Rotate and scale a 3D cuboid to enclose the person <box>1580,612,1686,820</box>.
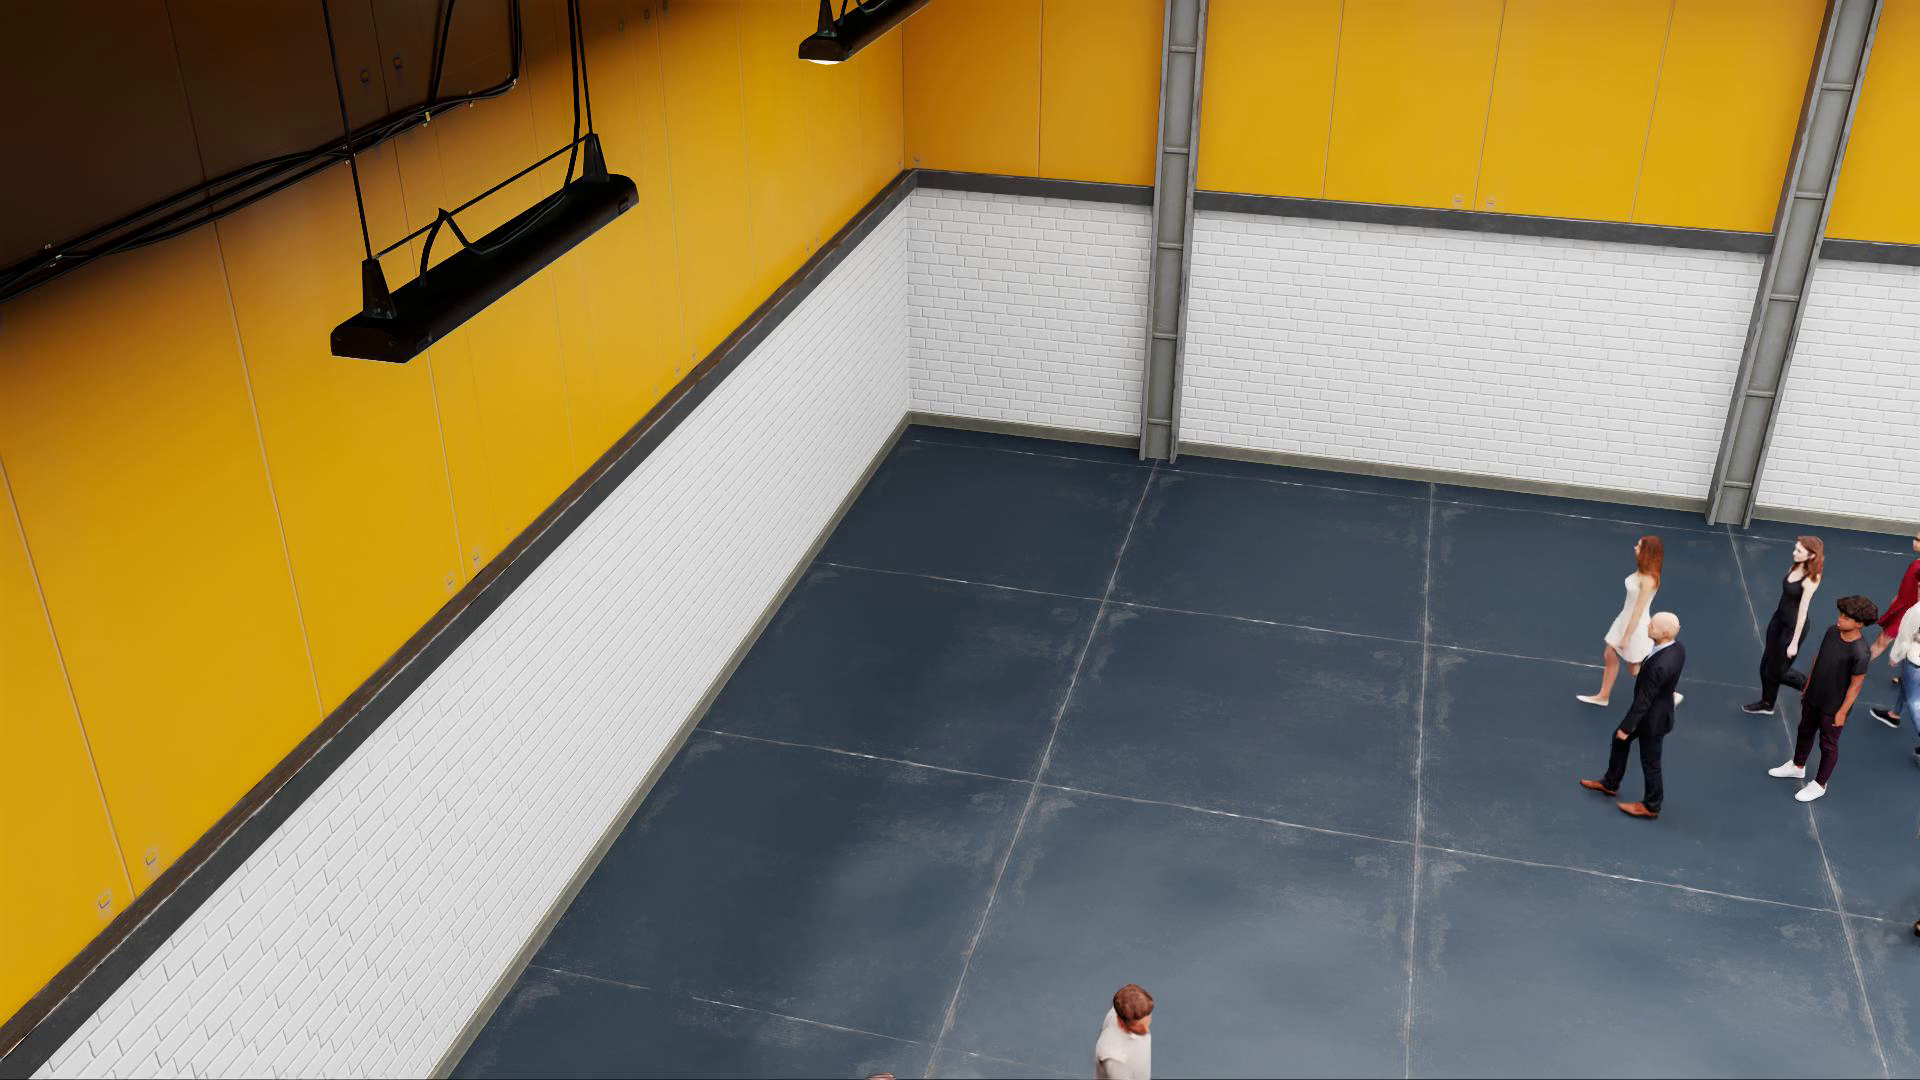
[{"bbox_3d":[5.360,1.373,12.691,0.903,1.778,0.766,12,31,21],"label":"person"}]

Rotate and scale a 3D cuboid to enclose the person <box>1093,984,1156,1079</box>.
[{"bbox_3d":[0.794,3.177,9.331,1.251,1.828,0.801,9,30,15],"label":"person"}]

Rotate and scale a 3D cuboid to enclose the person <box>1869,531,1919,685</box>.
[{"bbox_3d":[8.305,0.622,14.340,1.039,1.517,0.708,15,32,25],"label":"person"}]

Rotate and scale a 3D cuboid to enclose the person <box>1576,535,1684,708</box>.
[{"bbox_3d":[5.742,0.755,13.916,1.020,1.690,0.544,7,29,13],"label":"person"}]

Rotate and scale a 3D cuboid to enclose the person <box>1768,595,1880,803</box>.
[{"bbox_3d":[6.804,1.204,12.994,0.720,1.784,0.716,-5,29,-10],"label":"person"}]

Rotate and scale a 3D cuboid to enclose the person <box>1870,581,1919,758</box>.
[{"bbox_3d":[7.830,1.012,13.481,1.058,1.655,1.073,-9,30,-16],"label":"person"}]

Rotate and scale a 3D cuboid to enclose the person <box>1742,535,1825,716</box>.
[{"bbox_3d":[7.024,0.743,13.897,0.904,1.729,0.747,-1,29,-1],"label":"person"}]
